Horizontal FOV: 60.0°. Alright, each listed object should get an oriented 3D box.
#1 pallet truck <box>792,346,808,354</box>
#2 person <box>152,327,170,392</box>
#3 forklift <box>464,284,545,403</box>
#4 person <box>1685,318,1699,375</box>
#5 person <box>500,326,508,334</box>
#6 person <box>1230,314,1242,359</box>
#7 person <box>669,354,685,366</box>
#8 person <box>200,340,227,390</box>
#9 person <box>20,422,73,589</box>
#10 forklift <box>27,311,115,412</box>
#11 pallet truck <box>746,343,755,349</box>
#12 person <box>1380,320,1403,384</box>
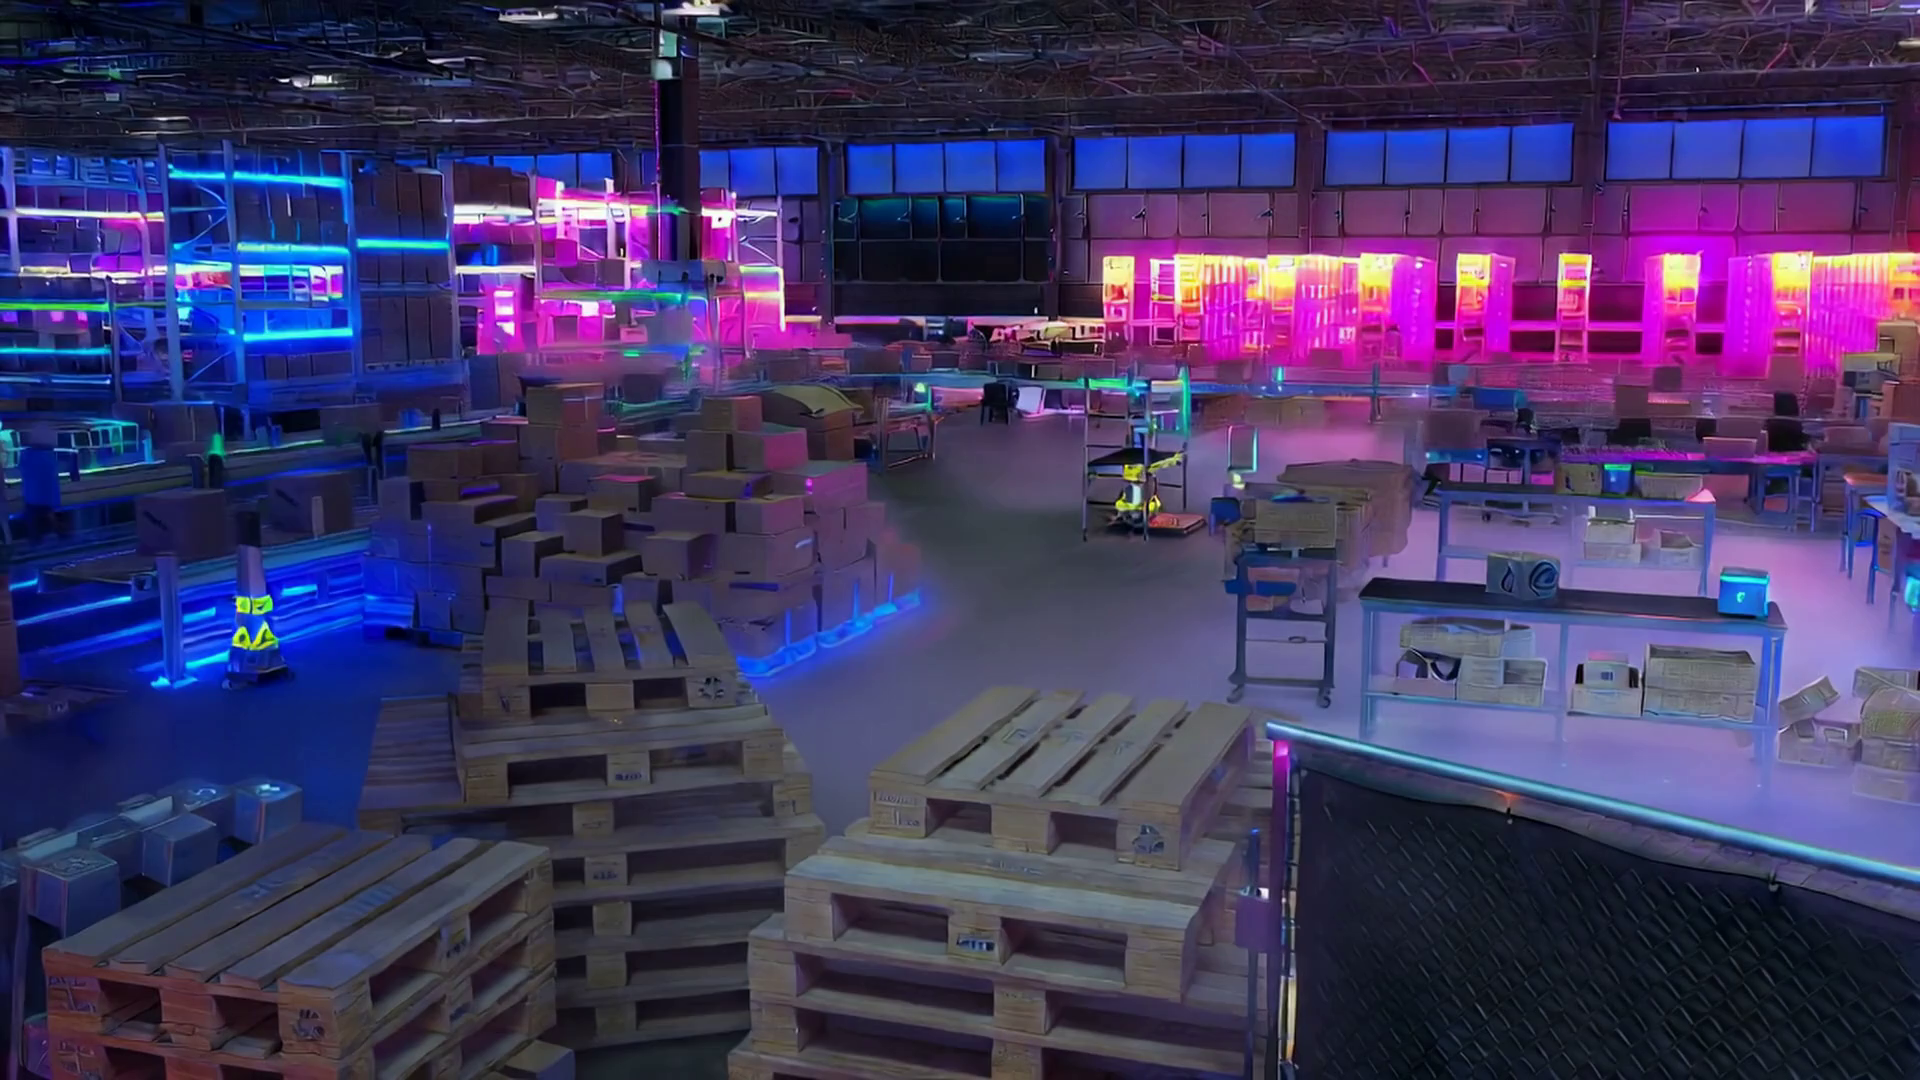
[{"bbox_3d":[-3.705,-4.298,42.022,0.653,1.274,1.630,3,10,20],"label":"pallet truck"},{"bbox_3d":[-20.688,-4.678,43.202,0.543,1.684,0.384,4,10,22],"label":"person"},{"bbox_3d":[-10.832,-4.702,39.610,1.129,2.768,1.873,3,10,20],"label":"forklift"},{"bbox_3d":[21.152,-5.539,48.262,0.950,1.806,0.577,5,10,29],"label":"person"},{"bbox_3d":[-12.423,-5.008,45.377,0.549,1.646,0.865,2,9,15],"label":"person"},{"bbox_3d":[8.657,-6.253,52.697,0.747,1.814,0.598,2,9,14],"label":"person"},{"bbox_3d":[-6.483,-3.985,38.659,0.757,1.736,0.556,-5,11,-31],"label":"person"},{"bbox_3d":[-18.895,-4.616,42.120,0.594,1.900,0.865,4,10,23],"label":"person"},{"bbox_3d":[-8.903,-0.348,16.262,0.499,1.607,0.633,2,9,15],"label":"person"},{"bbox_3d":[-19.882,-4.256,36.814,1.873,2.768,1.129,3,9,17],"label":"forklift"},{"bbox_3d":[-6.183,-4.618,44.264,1.601,1.201,0.680,-9,12,-43],"label":"pallet truck"},{"bbox_3d":[10.770,-4.526,41.497,0.436,1.934,0.628,-9,12,-43],"label":"person"}]
